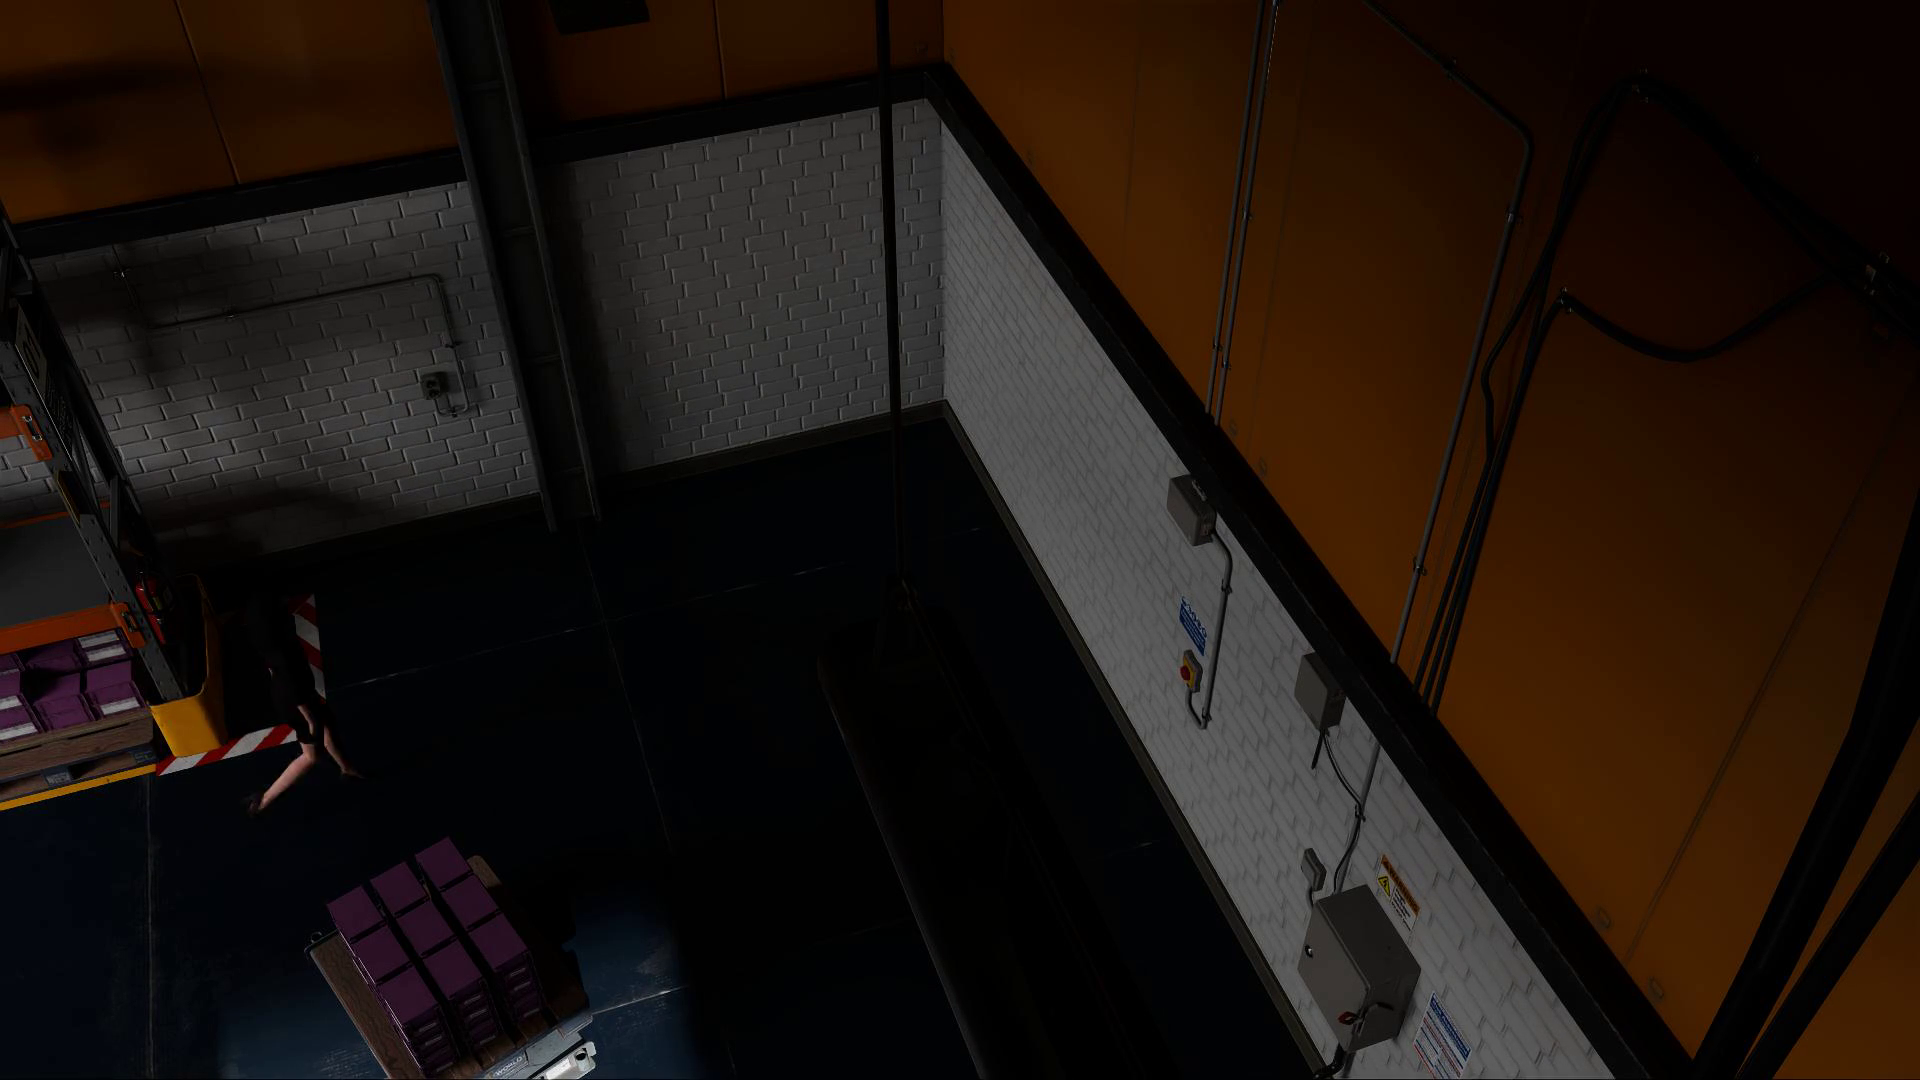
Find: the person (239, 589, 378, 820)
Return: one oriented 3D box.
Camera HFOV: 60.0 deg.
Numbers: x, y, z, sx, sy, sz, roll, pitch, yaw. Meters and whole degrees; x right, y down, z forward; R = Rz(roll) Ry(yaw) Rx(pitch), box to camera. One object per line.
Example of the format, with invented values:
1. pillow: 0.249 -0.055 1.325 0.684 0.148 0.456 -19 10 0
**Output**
1. person: -3.981 1.011 9.797 1.078 1.779 0.767 -25 49 -24
